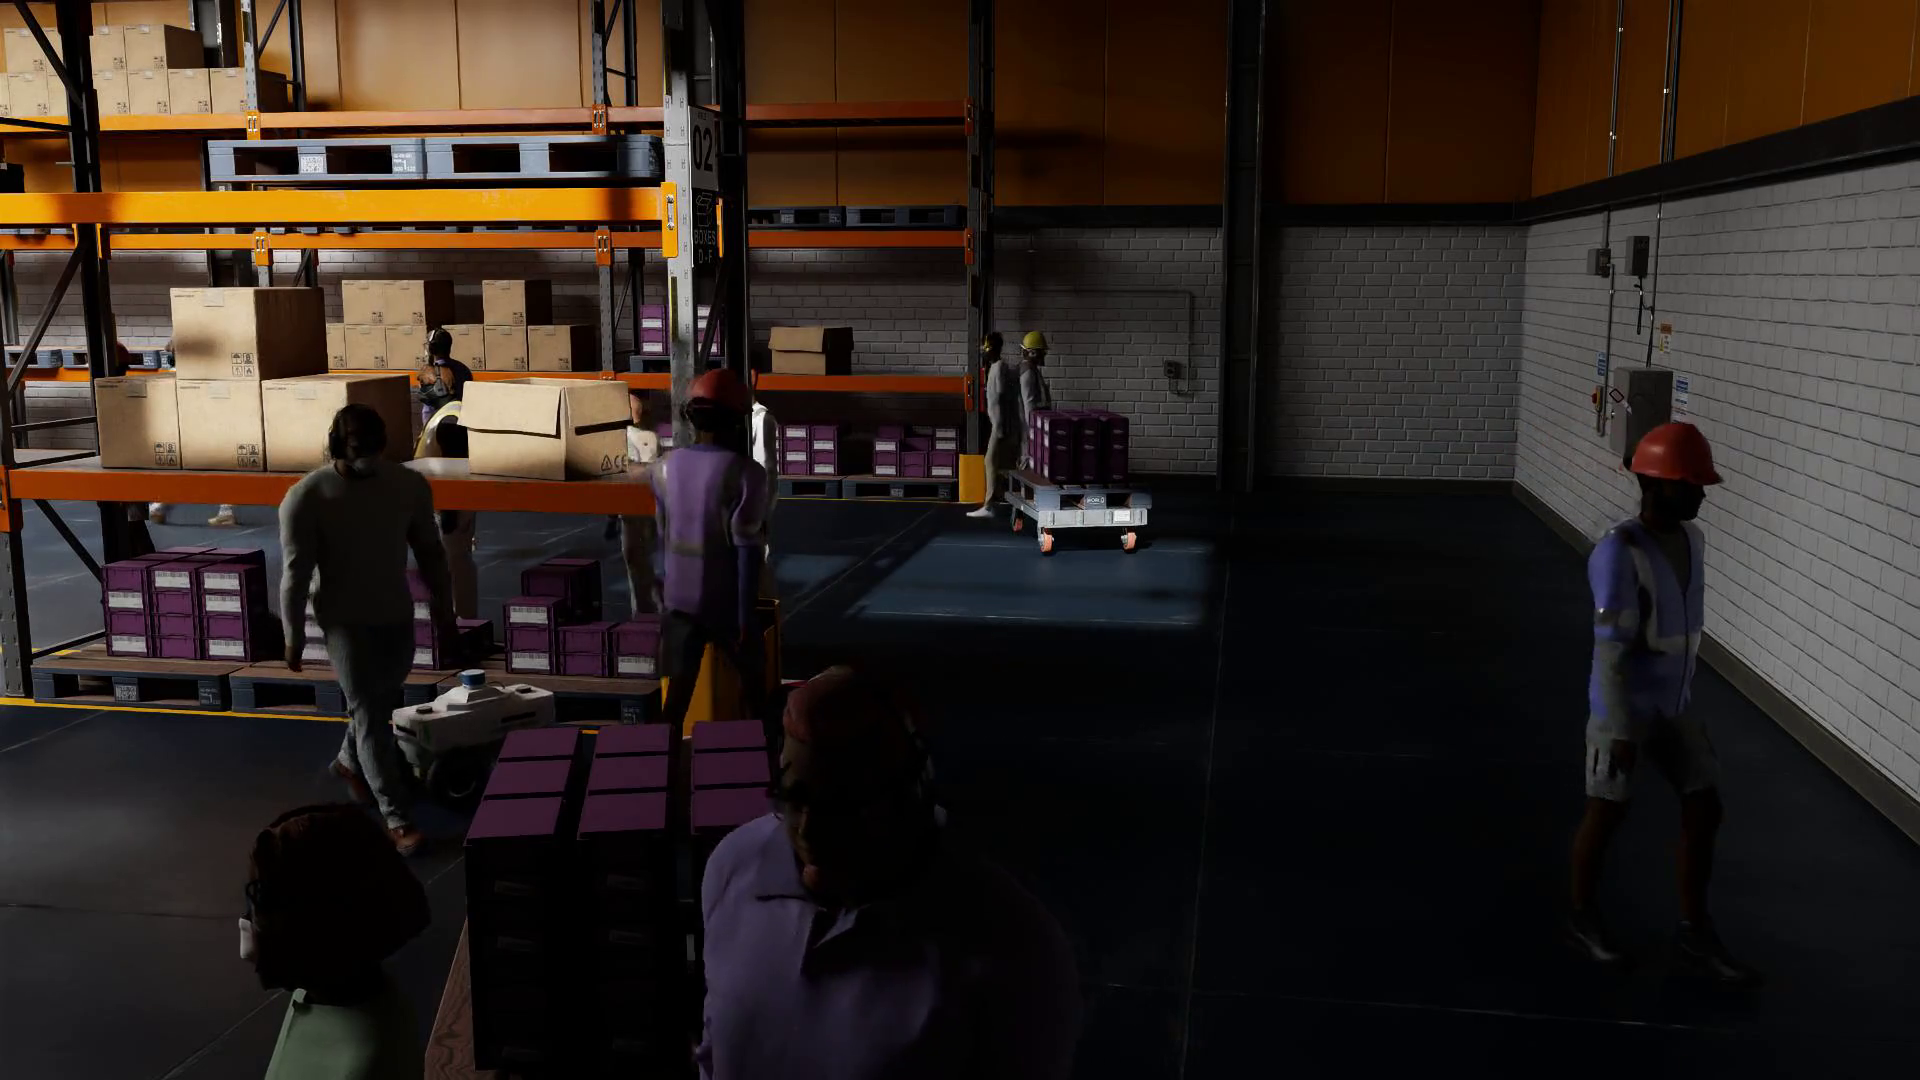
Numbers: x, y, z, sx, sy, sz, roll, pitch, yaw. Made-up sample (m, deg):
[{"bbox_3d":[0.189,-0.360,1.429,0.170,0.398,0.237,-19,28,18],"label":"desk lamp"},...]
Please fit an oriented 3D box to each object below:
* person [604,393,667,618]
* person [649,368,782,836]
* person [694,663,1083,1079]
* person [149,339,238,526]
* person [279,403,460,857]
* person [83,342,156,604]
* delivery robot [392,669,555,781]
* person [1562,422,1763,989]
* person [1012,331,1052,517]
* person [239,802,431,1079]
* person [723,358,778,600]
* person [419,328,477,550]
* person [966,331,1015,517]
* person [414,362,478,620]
[{"bbox_3d":[-2.107,-0.149,10.858,0.358,1.623,0.533,3,10,17],"label":"person"},{"bbox_3d":[-1.045,0.242,7.364,0.615,1.979,1.066,4,10,24],"label":"person"},{"bbox_3d":[-0.198,1.103,2.369,0.659,1.867,0.855,5,10,29],"label":"person"},{"bbox_3d":[-7.336,-1.013,15.770,0.998,1.781,0.642,2,9,12],"label":"person"},{"bbox_3d":[-2.551,0.339,7.087,0.701,1.894,0.994,-9,13,-44],"label":"person"},{"bbox_3d":[-5.988,-0.463,11.879,0.553,1.934,0.355,9,13,43],"label":"person"},{"bbox_3d":[-2.250,0.847,7.738,0.477,0.478,0.707,9,12,43],"label":"delivery robot"},{"bbox_3d":[2.391,0.569,5.554,0.565,1.906,0.794,-6,11,-31],"label":"person"},{"bbox_3d":[0.708,-1.146,16.449,0.404,1.827,0.600,0,9,-2],"label":"person"},{"bbox_3d":[-0.929,1.193,2.544,0.282,1.633,0.498,-6,11,-31],"label":"person"},{"bbox_3d":[-1.324,-0.201,10.411,0.355,1.887,0.573,-5,10,-28],"label":"person"},{"bbox_3d":[-4.373,-0.833,14.168,0.376,1.940,0.629,3,10,18],"label":"person"},{"bbox_3d":[0.443,-1.135,16.399,0.698,1.834,0.605,0,9,-1],"label":"person"},{"bbox_3d":[-3.308,-0.225,10.730,0.429,1.837,0.625,-4,10,-22],"label":"person"}]
